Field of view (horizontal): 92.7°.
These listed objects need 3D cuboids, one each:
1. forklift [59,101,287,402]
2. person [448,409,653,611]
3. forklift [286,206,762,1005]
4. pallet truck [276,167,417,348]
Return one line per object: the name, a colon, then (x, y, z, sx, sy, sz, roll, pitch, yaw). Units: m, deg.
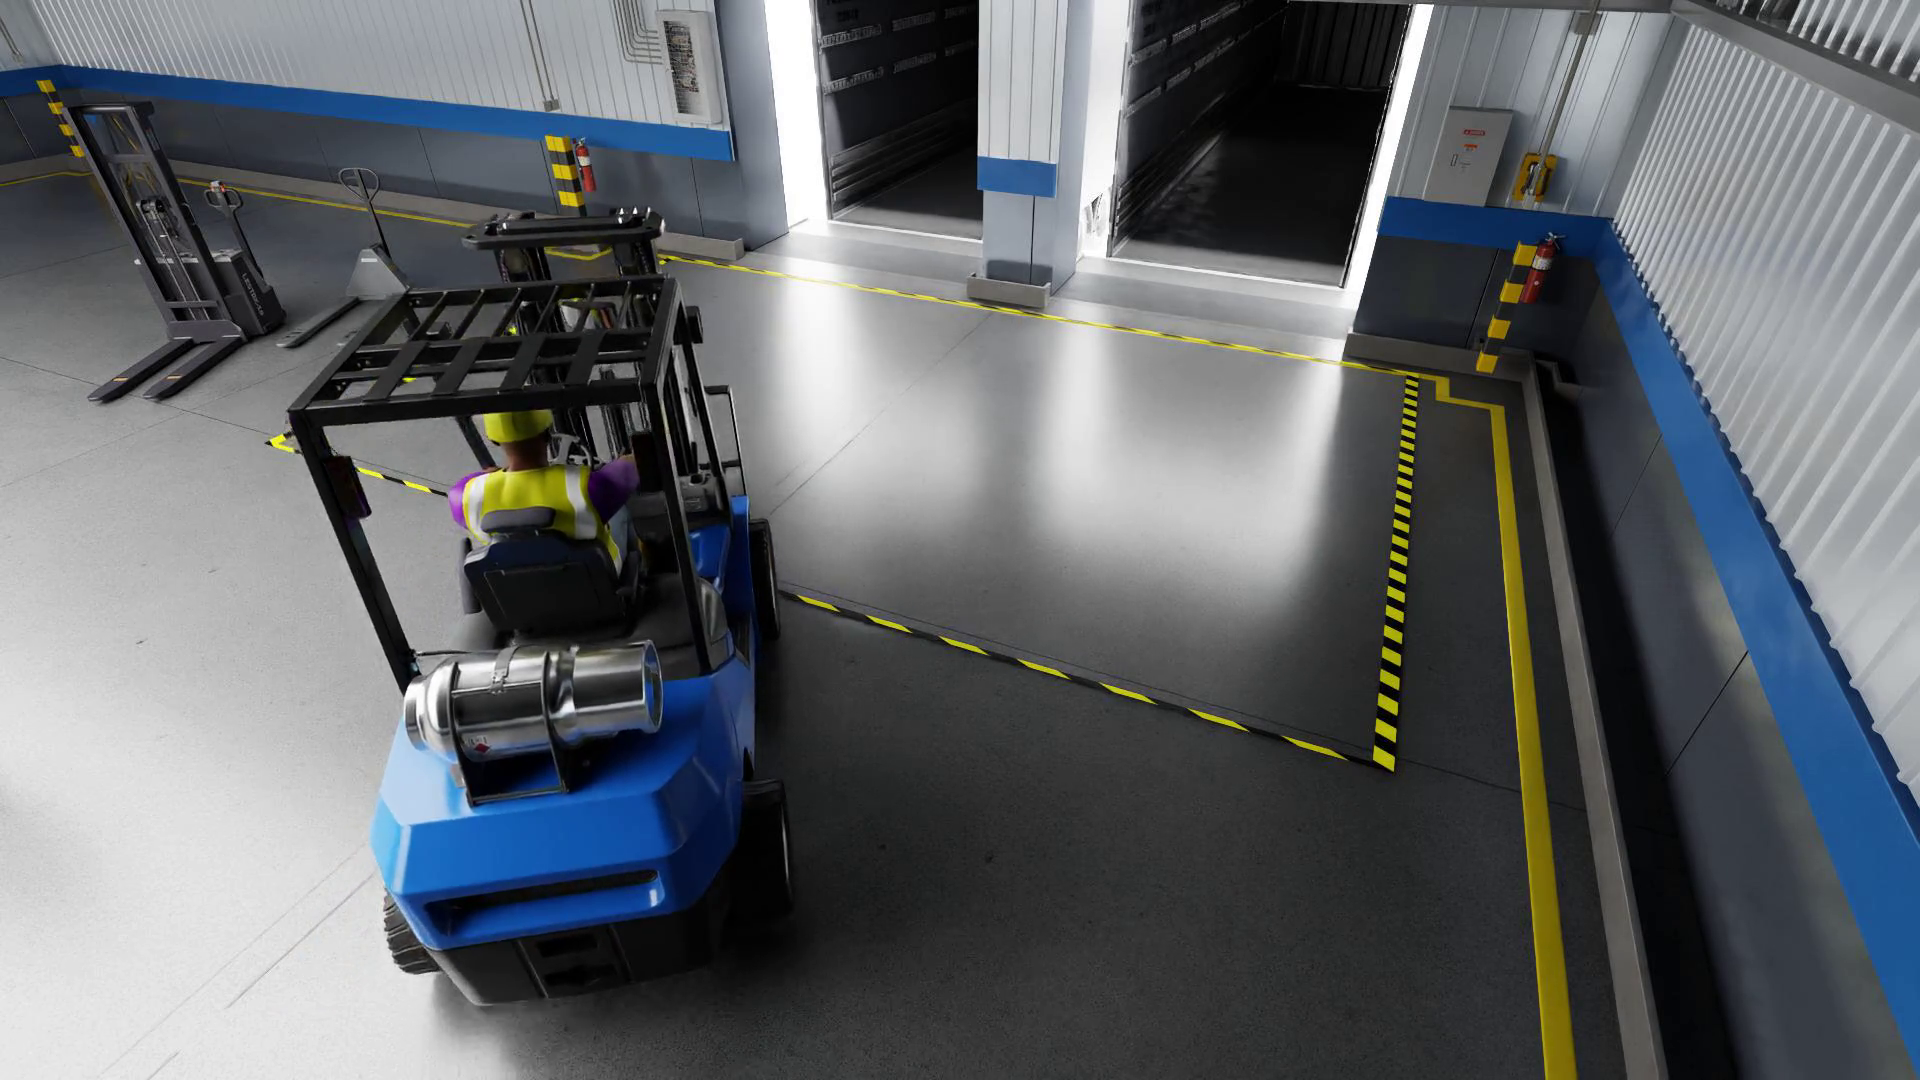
forklift: (-6.686, -2.387, 7.434, 0.823, 1.965, 1.885, -3, 35, -5)
person: (-1.498, -0.150, 3.598, 0.635, 1.293, 1.004, -6, 35, -8)
forklift: (-1.495, 0.037, 3.656, 1.157, 2.036, 2.680, -6, 35, -8)
pallet truck: (-5.732, -2.611, 8.414, 0.680, 1.201, 1.601, -1, 35, -1)
